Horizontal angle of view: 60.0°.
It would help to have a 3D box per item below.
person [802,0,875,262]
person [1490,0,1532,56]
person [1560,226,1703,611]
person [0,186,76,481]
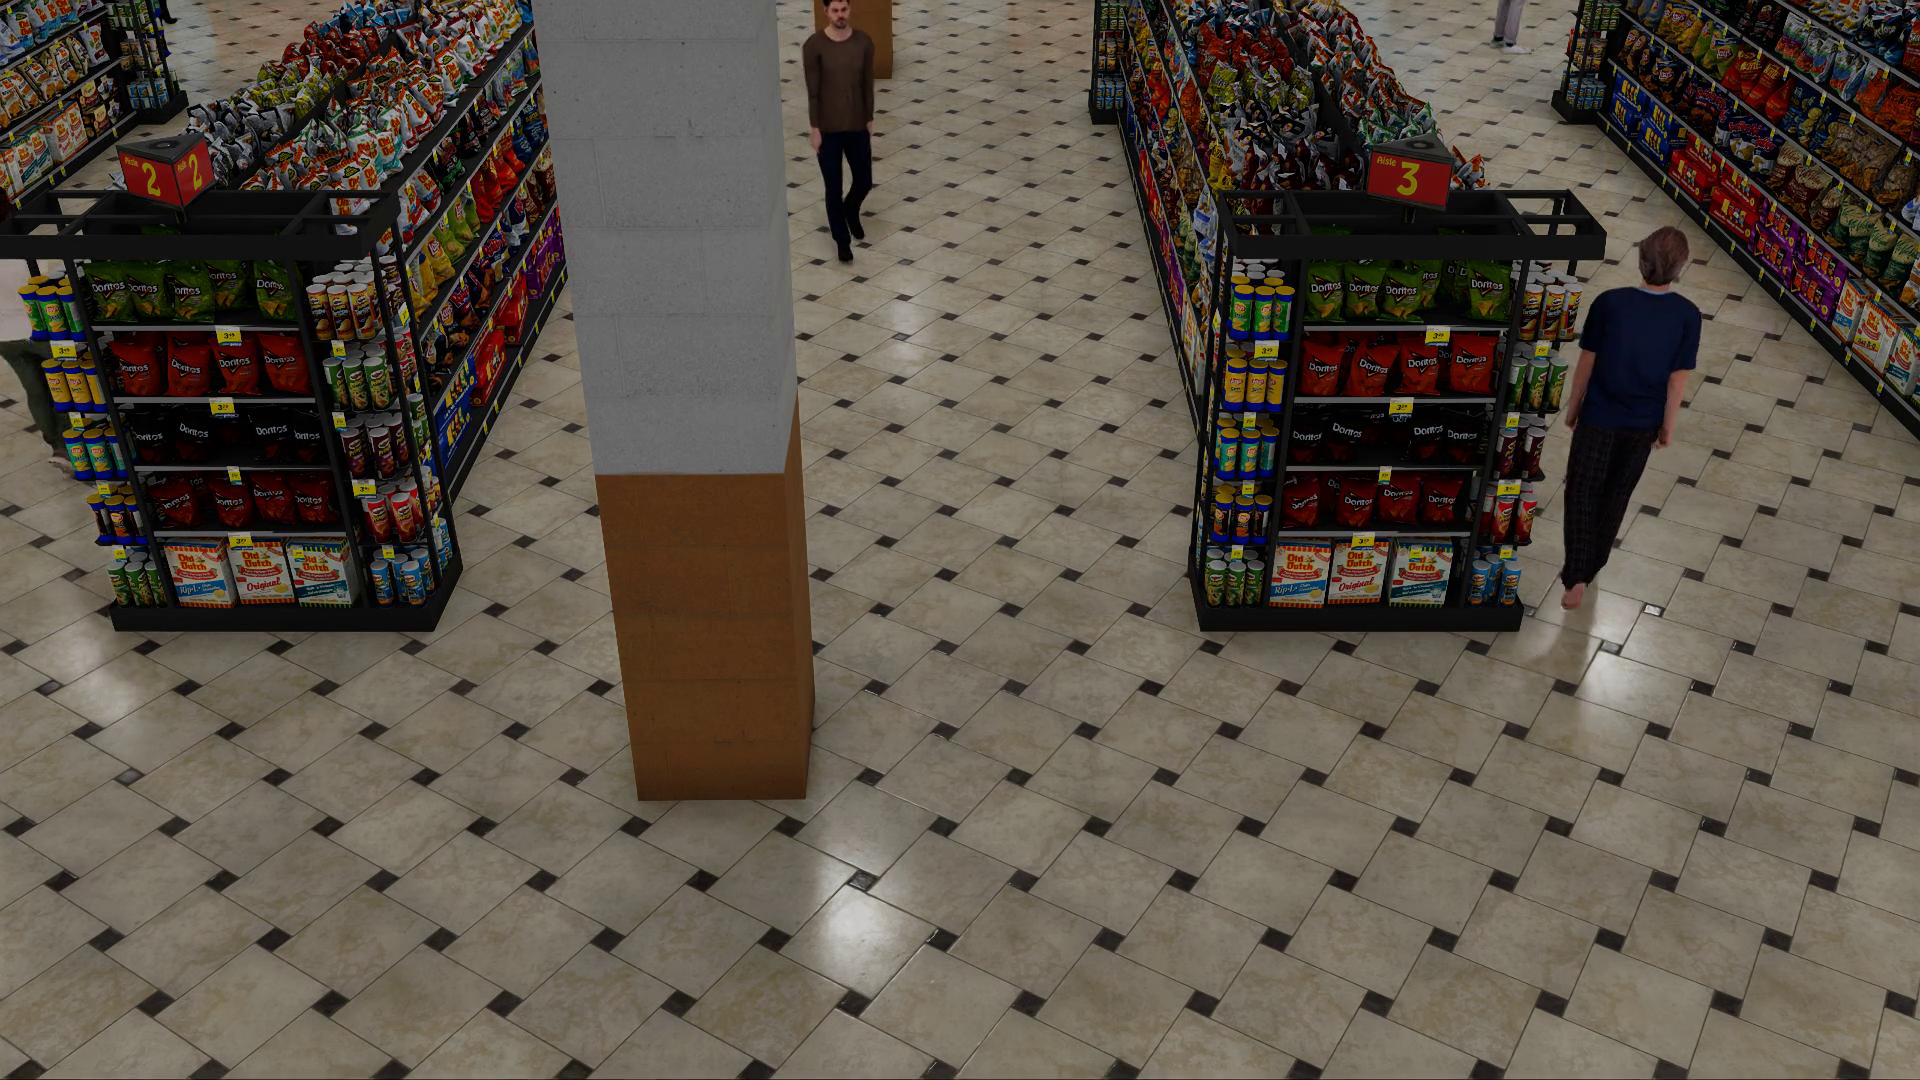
[{"bbox_3d":[-0.841,-2.879,11.477,0.776,1.874,0.875,-9,33,-14],"label":"person"},{"bbox_3d":[5.388,-5.620,15.916,0.774,1.838,0.537,-5,32,-8],"label":"person"},{"bbox_3d":[3.052,-0.507,7.693,0.833,1.845,1.122,8,33,13],"label":"person"},{"bbox_3d":[-4.885,-1.024,8.713,0.652,1.645,0.844,-6,32,-9],"label":"person"}]
